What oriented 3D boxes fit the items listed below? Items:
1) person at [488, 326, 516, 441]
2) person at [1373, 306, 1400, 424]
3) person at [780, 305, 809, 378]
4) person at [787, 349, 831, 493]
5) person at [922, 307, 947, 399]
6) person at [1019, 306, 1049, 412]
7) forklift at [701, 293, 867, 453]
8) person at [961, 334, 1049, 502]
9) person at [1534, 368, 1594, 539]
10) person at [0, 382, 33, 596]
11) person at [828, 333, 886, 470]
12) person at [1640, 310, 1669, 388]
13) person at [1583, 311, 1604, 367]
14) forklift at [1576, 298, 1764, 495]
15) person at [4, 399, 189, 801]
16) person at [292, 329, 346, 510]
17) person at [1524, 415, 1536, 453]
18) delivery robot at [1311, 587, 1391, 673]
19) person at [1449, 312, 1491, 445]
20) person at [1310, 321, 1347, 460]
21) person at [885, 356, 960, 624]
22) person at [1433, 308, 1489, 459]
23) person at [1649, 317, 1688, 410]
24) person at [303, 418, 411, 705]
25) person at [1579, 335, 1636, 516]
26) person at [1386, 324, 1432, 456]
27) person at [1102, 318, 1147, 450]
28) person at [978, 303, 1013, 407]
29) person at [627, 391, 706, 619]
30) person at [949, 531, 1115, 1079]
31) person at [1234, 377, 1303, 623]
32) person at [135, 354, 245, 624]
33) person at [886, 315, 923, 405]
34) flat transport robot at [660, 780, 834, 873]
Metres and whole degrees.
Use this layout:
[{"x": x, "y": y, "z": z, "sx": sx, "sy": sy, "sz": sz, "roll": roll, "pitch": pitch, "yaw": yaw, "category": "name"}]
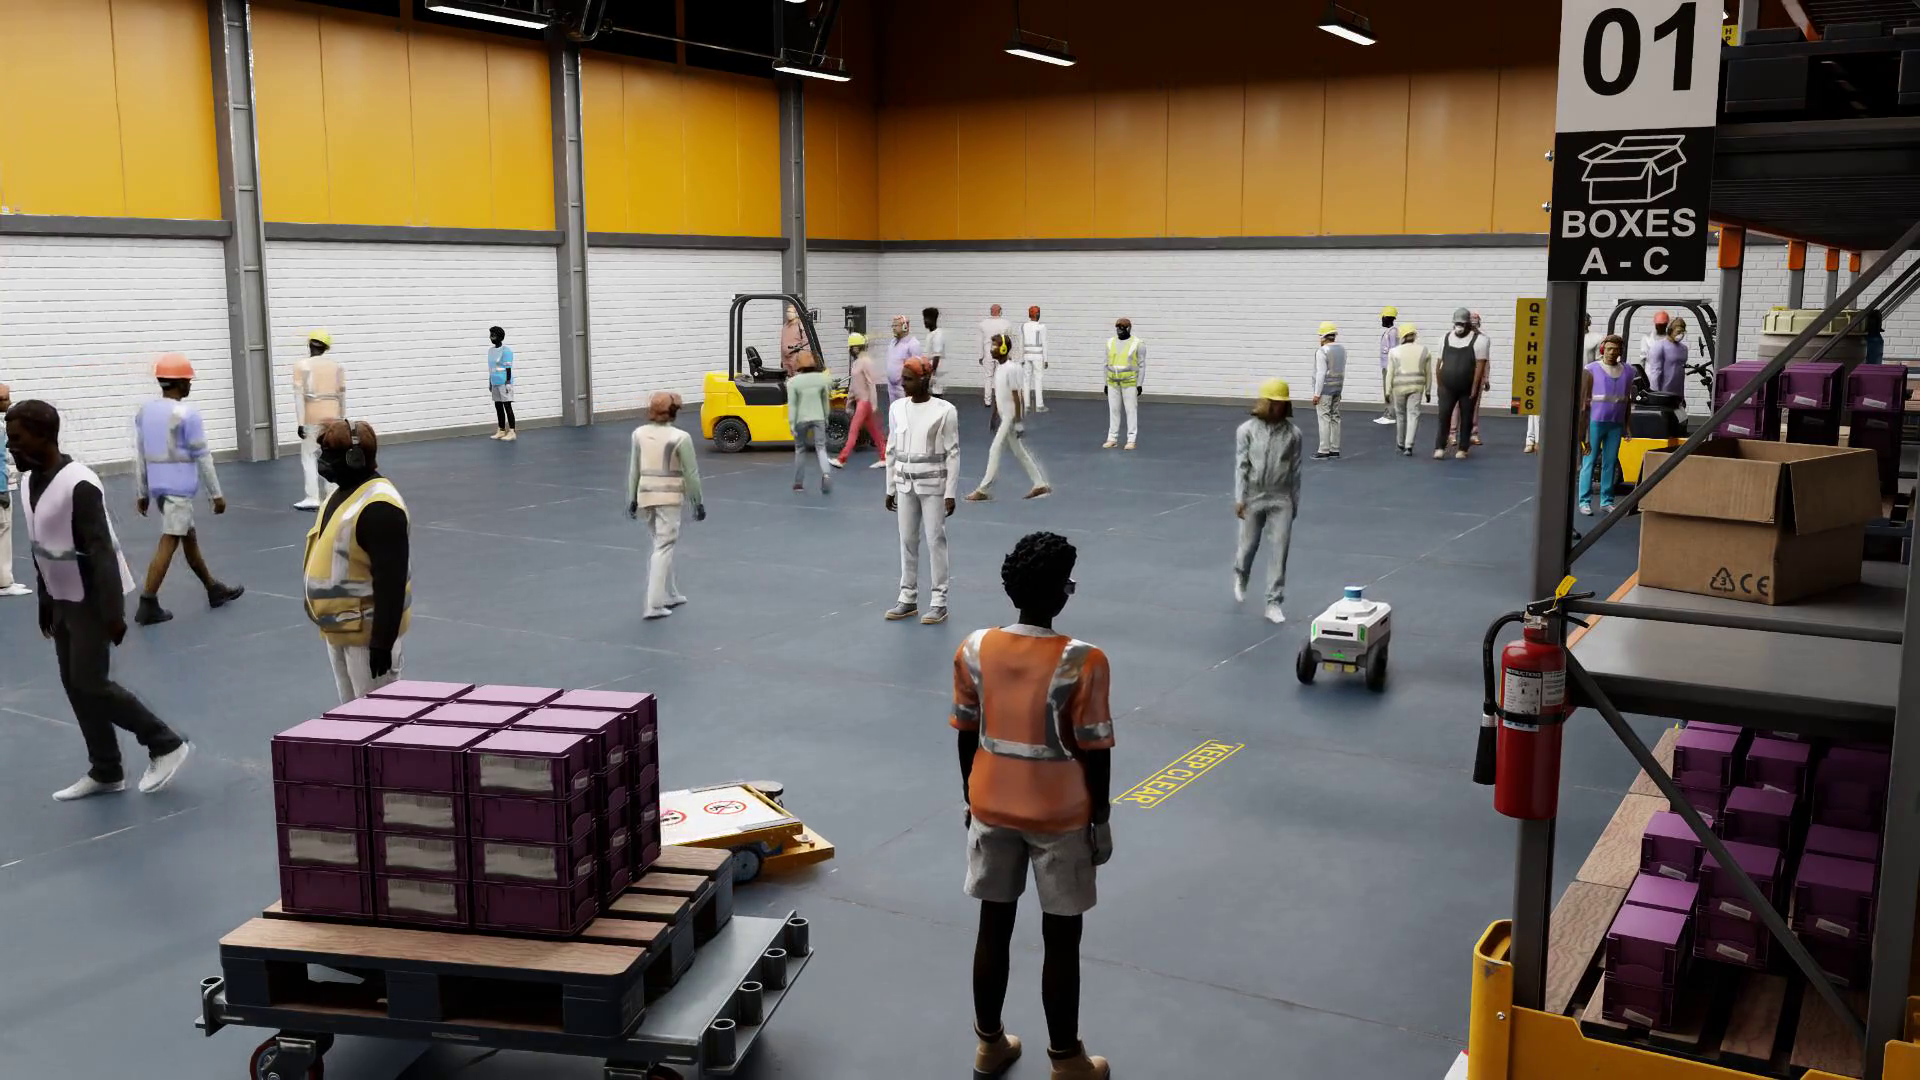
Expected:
[{"x": -6.763, "y": -2.304, "z": 24.493, "sx": 0.536, "sy": 1.692, "sz": 0.319, "roll": 8, "pitch": 12, "yaw": 41, "category": "person"}, {"x": 6.999, "y": -2.855, "z": 27.184, "sx": 0.364, "sy": 1.930, "sz": 0.588, "roll": 1, "pitch": 9, "yaw": 5, "category": "person"}, {"x": -2.932, "y": -3.158, "z": 29.134, "sx": 0.651, "sy": 1.913, "sz": 0.410, "roll": 8, "pitch": 12, "yaw": 42, "category": "person"}, {"x": -1.686, "y": -1.330, "z": 18.637, "sx": 0.520, "sy": 1.611, "sz": 0.697, "roll": -3, "pitch": 10, "yaw": -18, "category": "person"}, {"x": -0.515, "y": -2.533, "z": 25.090, "sx": 0.661, "sy": 1.949, "sz": 0.644, "roll": -2, "pitch": 9, "yaw": -14, "category": "person"}, {"x": 1.322, "y": -3.216, "z": 29.587, "sx": 0.572, "sy": 1.883, "sz": 0.356, "roll": 6, "pitch": 11, "yaw": 34, "category": "person"}, {"x": -2.458, "y": -2.344, "z": 23.176, "sx": 2.313, "sy": 2.155, "sz": 1.214, "roll": 0, "pitch": 9, "yaw": -2, "category": "forklift"}, {"x": 0.522, "y": -1.319, "z": 17.973, "sx": 0.990, "sy": 1.820, "sz": 0.537, "roll": -2, "pitch": 9, "yaw": -10, "category": "person"}, {"x": 5.576, "y": -0.960, "z": 15.337, "sx": 0.552, "sy": 1.935, "sz": 0.368, "roll": -1, "pitch": 9, "yaw": -8, "category": "person"}, {"x": -7.339, "y": -0.384, "z": 12.697, "sx": 0.312, "sy": 1.631, "sz": 0.508, "roll": -7, "pitch": 11, "yaw": -36, "category": "person"}, {"x": -1.283, "y": -1.725, "z": 20.799, "sx": 0.915, "sy": 1.706, "sz": 0.537, "roll": -3, "pitch": 10, "yaw": -20, "category": "person"}, {"x": 10.538, "y": -2.504, "z": 25.064, "sx": 0.552, "sy": 1.918, "sz": 0.750, "roll": 6, "pitch": 11, "yaw": 32, "category": "person"}, {"x": 8.672, "y": -2.236, "z": 23.295, "sx": 0.627, "sy": 1.941, "sz": 0.371, "roll": 4, "pitch": 10, "yaw": 26, "category": "person"}, {"x": 7.954, "y": -1.589, "z": 18.462, "sx": 2.313, "sy": 2.155, "sz": 1.214, "roll": 5, "pitch": 11, "yaw": 30, "category": "forklift"}, {"x": -4.056, "y": 0.283, "z": 7.734, "sx": 0.613, "sy": 1.892, "sz": 0.560, "roll": 8, "pitch": 12, "yaw": 42, "category": "person"}, {"x": -6.689, "y": -1.261, "z": 17.393, "sx": 0.494, "sy": 1.877, "sz": 0.623, "roll": 7, "pitch": 12, "yaw": 39, "category": "person"}, {"x": 8.019, "y": -2.096, "z": 22.727, "sx": 0.624, "sy": 1.844, "sz": 0.430, "roll": 4, "pitch": 10, "yaw": 23, "category": "person"}, {"x": 2.372, "y": 0.527, "z": 10.064, "sx": 0.477, "sy": 0.478, "sz": 0.707, "roll": 5, "pitch": 10, "yaw": 27, "category": "delivery robot"}, {"x": 7.285, "y": -2.298, "z": 23.807, "sx": 0.640, "sy": 1.902, "sz": 0.407, "roll": -1, "pitch": 9, "yaw": -4, "category": "person"}, {"x": 4.845, "y": -1.968, "z": 21.960, "sx": 0.600, "sy": 1.827, "sz": 0.404, "roll": -9, "pitch": 13, "yaw": -43, "category": "person"}, {"x": -0.275, "y": -0.352, "z": 11.701, "sx": 0.585, "sy": 1.883, "sz": 0.337, "roll": 6, "pitch": 11, "yaw": 32, "category": "person"}, {"x": 6.536, "y": -2.052, "z": 21.827, "sx": 0.687, "sy": 2.000, "sz": 0.881, "roll": 5, "pitch": 10, "yaw": 28, "category": "person"}, {"x": 8.575, "y": -1.727, "z": 20.140, "sx": 0.627, "sy": 1.933, "sz": 0.372, "roll": -6, "pitch": 11, "yaw": -33, "category": "person"}, {"x": -2.597, "y": 0.393, "z": 7.187, "sx": 0.429, "sy": 1.843, "sz": 0.633, "roll": -7, "pitch": 11, "yaw": -37, "category": "person"}, {"x": 6.572, "y": -1.169, "z": 16.940, "sx": 0.565, "sy": 1.841, "sz": 0.396, "roll": -1, "pitch": 9, "yaw": -8, "category": "person"}, {"x": 6.089, "y": -2.036, "z": 22.595, "sx": 0.621, "sy": 1.770, "sz": 0.915, "roll": 1, "pitch": 9, "yaw": 7, "category": "person"}, {"x": 2.283, "y": -2.184, "z": 23.271, "sx": 0.624, "sy": 1.844, "sz": 0.430, "roll": 6, "pitch": 11, "yaw": 31, "category": "person"}, {"x": 0.659, "y": -3.385, "z": 30.566, "sx": 0.644, "sy": 1.907, "sz": 0.400, "roll": 2, "pitch": 9, "yaw": 11, "category": "person"}, {"x": -2.074, "y": -0.262, "z": 11.961, "sx": 0.543, "sy": 1.608, "sz": 0.712, "roll": 5, "pitch": 10, "yaw": 29, "category": "person"}, {"x": 0.223, "y": 0.818, "z": 4.986, "sx": 0.538, "sy": 1.695, "sz": 0.320, "roll": 6, "pitch": 11, "yaw": 32, "category": "person"}, {"x": 2.192, "y": -0.306, "z": 11.885, "sx": 0.493, "sy": 1.724, "sz": 0.634, "roll": 0, "pitch": 9, "yaw": -2, "category": "person"}, {"x": -5.567, "y": -0.380, "z": 11.875, "sx": 0.566, "sy": 1.882, "sz": 0.994, "roll": 4, "pitch": 10, "yaw": 26, "category": "person"}, {"x": -0.778, "y": -2.014, "z": 22.010, "sx": 0.408, "sy": 1.906, "sz": 0.653, "roll": -7, "pitch": 11, "yaw": -36, "category": "person"}, {"x": -1.298, "y": 1.241, "z": 6.783, "sx": 1.431, "sy": 0.197, "sz": 0.652, "roll": -5, "pitch": 10, "yaw": -29, "category": "flat transport robot"}]
